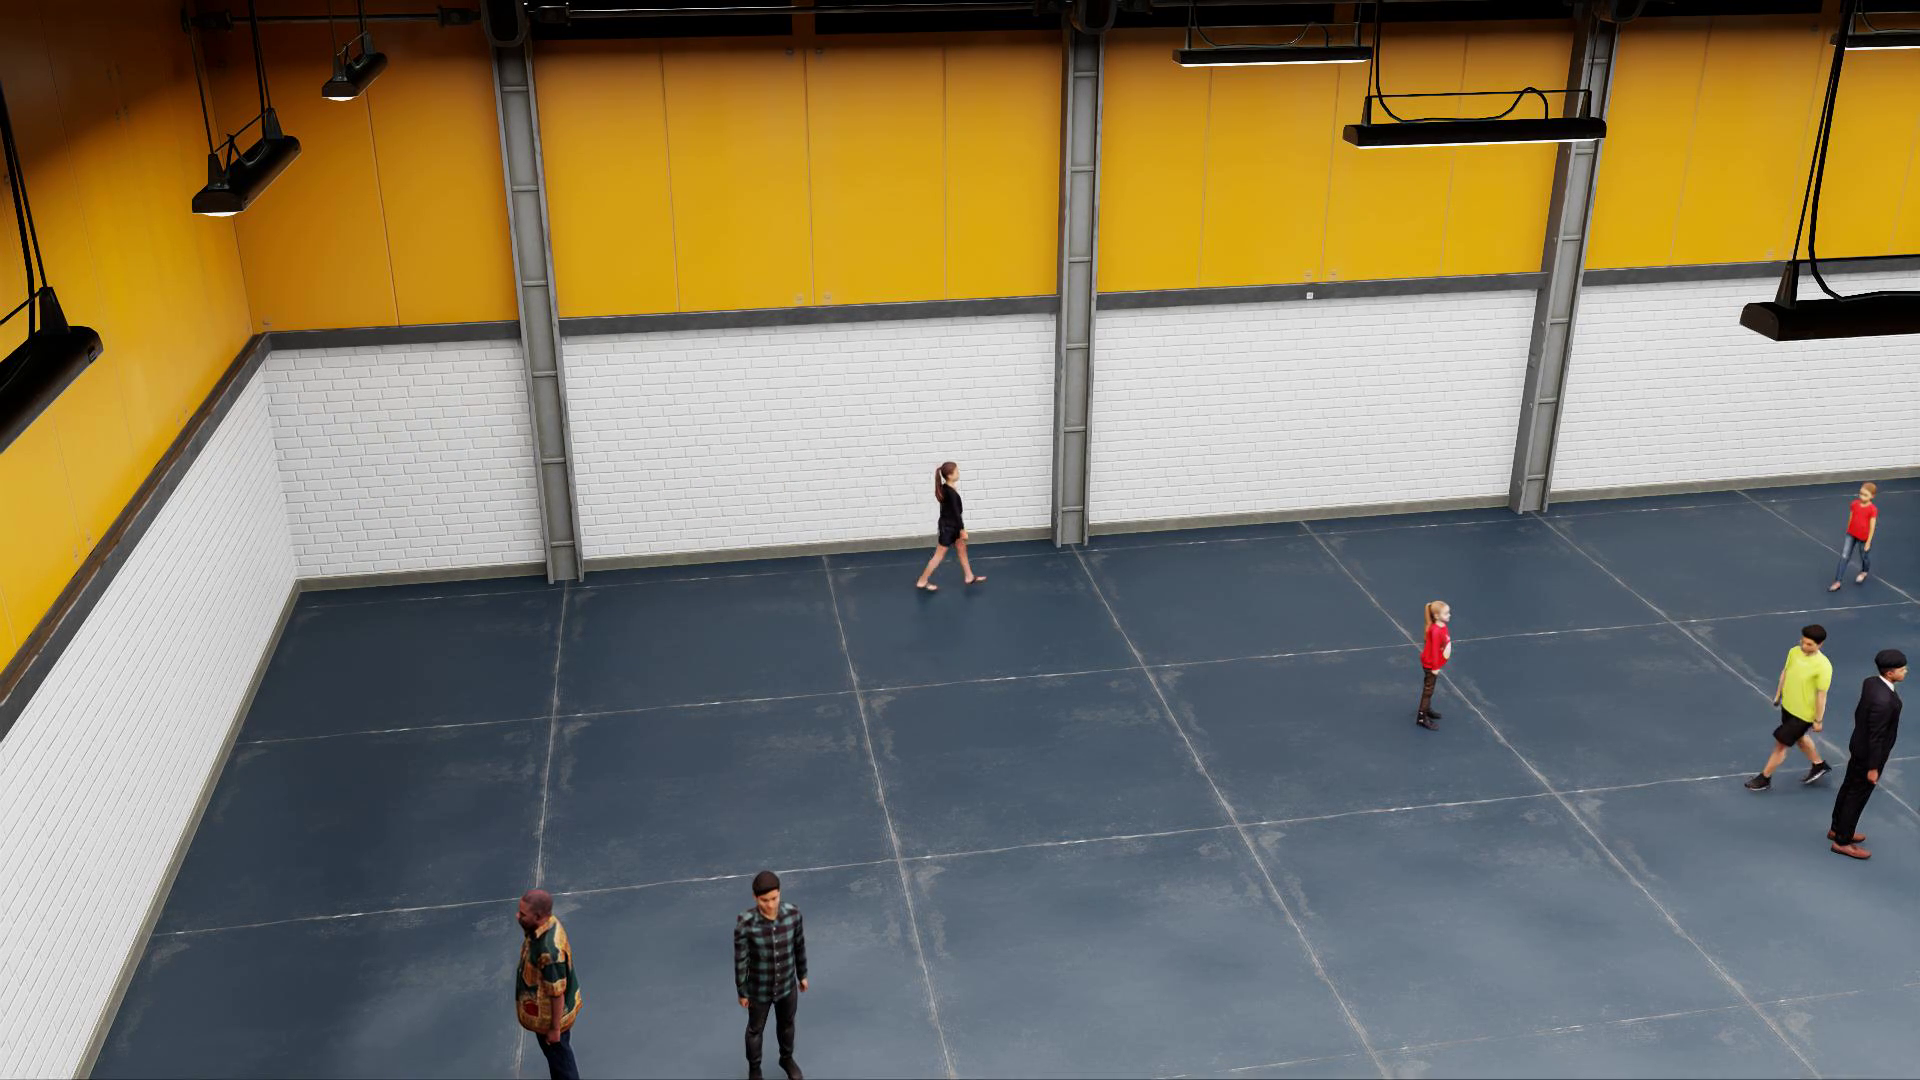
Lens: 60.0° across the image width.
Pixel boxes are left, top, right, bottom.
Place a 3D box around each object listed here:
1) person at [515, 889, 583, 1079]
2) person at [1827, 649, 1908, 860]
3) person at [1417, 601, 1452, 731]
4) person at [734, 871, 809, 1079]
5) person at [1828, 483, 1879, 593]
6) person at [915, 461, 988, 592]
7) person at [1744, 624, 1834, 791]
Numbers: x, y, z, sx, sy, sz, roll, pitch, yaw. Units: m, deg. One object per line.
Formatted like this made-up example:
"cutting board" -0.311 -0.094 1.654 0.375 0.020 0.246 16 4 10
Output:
"person" -2.714 3.079 11.007 0.770 1.807 0.782 -12 26 -25
"person" 7.597 1.756 13.936 0.744 1.883 0.776 8 25 17
"person" 4.563 1.177 16.014 0.628 1.280 0.585 9 25 20
"person" -1.275 2.948 11.238 0.575 1.712 0.762 -10 26 -22
"person" 10.213 -0.048 18.816 0.988 1.281 0.750 -16 28 -32
"person" -0.196 -0.120 18.682 1.058 1.520 0.544 -5 24 -12
"person" 7.561 1.485 14.831 1.038 1.663 0.640 -3 24 -7
